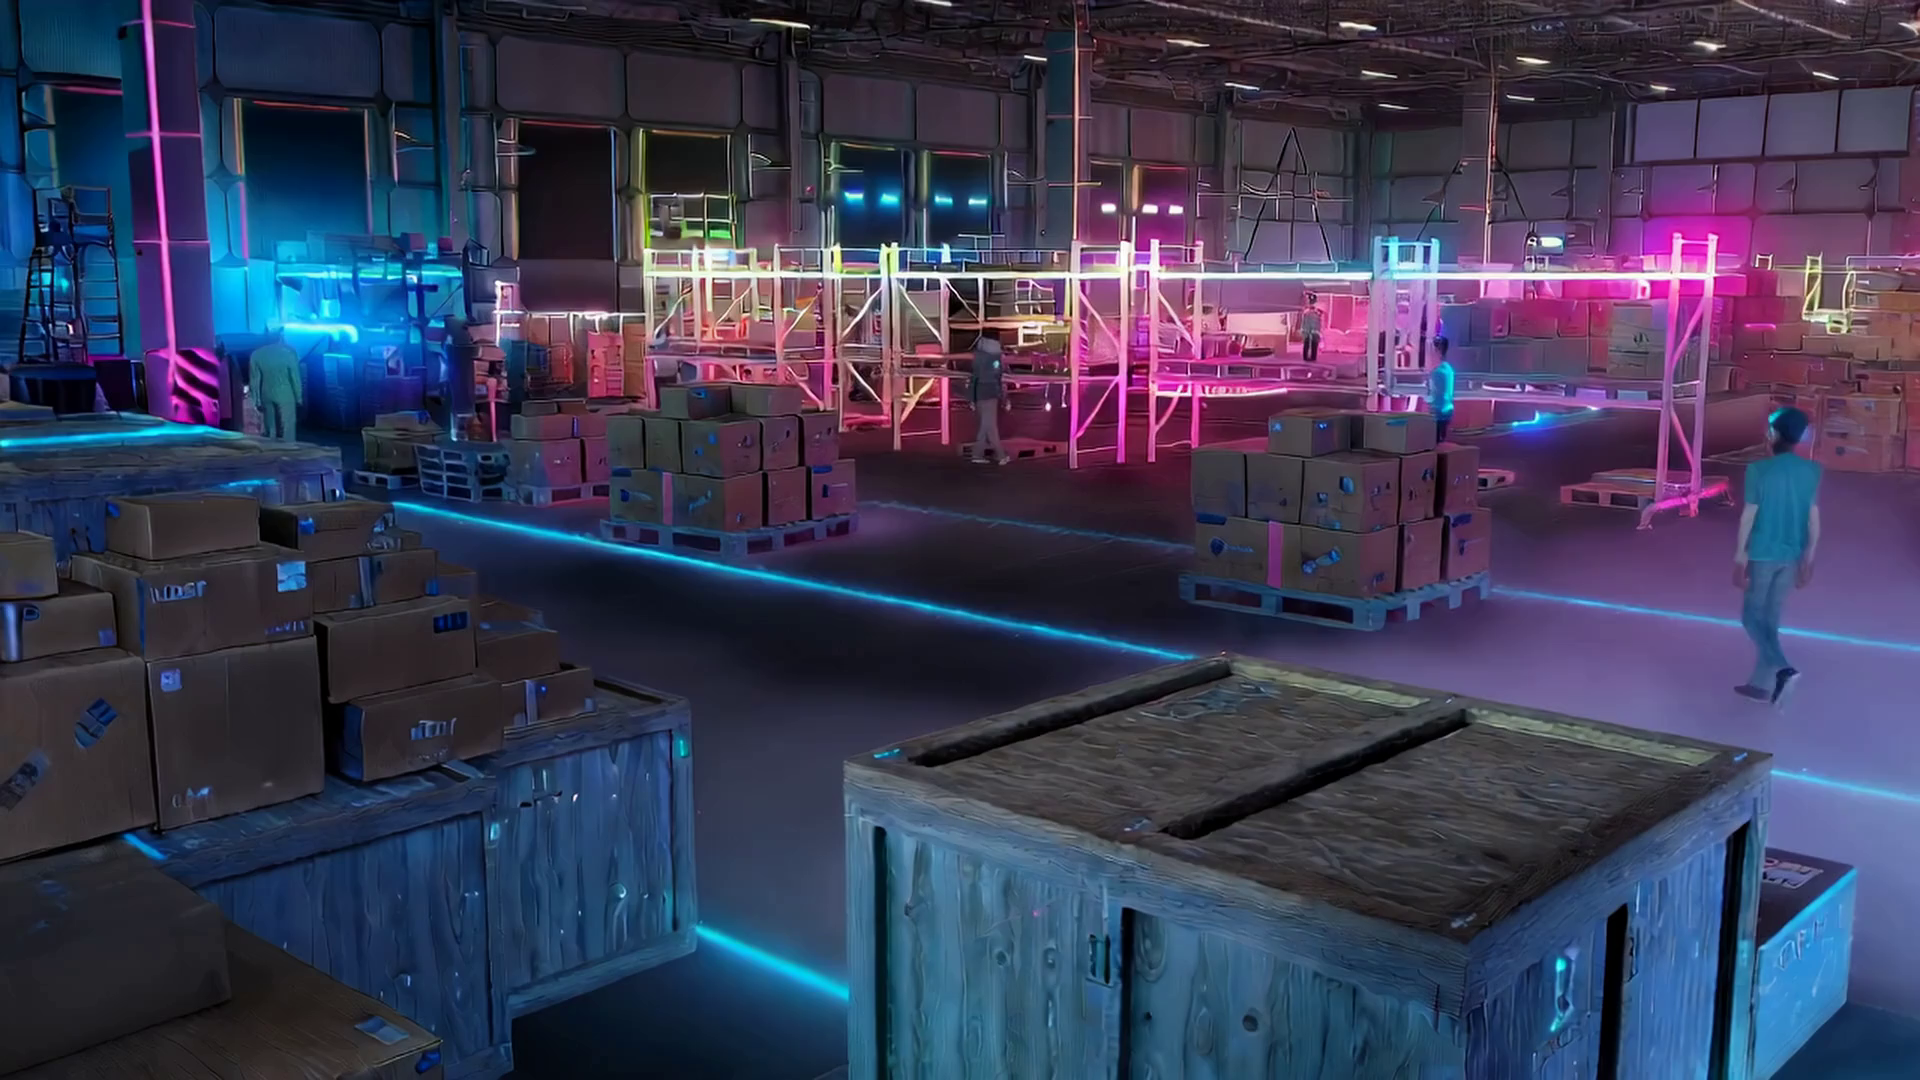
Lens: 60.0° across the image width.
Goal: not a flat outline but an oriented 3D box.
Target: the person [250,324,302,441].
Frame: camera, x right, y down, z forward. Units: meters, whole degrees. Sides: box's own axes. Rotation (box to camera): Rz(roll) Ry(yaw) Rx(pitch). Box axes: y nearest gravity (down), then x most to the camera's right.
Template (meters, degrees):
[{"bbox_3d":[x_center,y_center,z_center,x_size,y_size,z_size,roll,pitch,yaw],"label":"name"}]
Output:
[{"bbox_3d":[-8.879,-1.831,21.651,0.635,1.936,0.355,0,9,0],"label":"person"}]

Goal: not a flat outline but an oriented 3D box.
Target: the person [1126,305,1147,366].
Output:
[{"bbox_3d":[4.890,-5.624,45.786,0.871,1.664,0.532,-7,11,-35],"label":"person"}]

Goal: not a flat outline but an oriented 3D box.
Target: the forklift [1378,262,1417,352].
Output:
[{"bbox_3d":[10.938,-5.515,41.356,1.129,2.768,1.873,2,10,15],"label":"forklift"}]

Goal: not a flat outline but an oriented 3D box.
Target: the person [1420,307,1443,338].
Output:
[{"bbox_3d":[9.525,-3.806,33.921,0.650,1.879,1.034,8,12,40],"label":"person"}]

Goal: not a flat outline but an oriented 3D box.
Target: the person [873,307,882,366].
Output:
[{"bbox_3d":[-2.168,-5.387,44.401,0.312,1.633,0.515,-1,9,-9],"label":"person"}]

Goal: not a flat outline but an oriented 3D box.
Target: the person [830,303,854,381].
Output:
[{"bbox_3d":[-2.695,-4.500,38.092,0.555,1.913,0.647,0,9,3],"label":"person"}]

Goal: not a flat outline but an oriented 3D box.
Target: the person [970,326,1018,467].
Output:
[{"bbox_3d":[0.498,-1.910,22.274,0.925,1.884,0.612,8,12,41],"label":"person"}]

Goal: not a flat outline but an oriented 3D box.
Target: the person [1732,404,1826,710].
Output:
[{"bbox_3d":[4.927,0.117,9.997,0.526,1.846,0.670,-1,9,-6],"label":"person"}]

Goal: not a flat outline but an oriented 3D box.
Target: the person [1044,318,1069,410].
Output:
[{"bbox_3d":[1.821,-3.322,31.415,0.485,1.739,0.320,-2,9,-12],"label":"person"}]

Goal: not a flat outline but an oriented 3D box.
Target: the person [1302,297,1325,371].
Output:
[{"bbox_3d":[9.196,-5.352,43.288,0.627,1.929,0.355,7,11,36],"label":"person"}]

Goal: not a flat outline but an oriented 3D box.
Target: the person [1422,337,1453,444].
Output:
[{"bbox_3d":[5.444,-1.372,19.004,0.355,1.885,0.575,4,10,21],"label":"person"}]

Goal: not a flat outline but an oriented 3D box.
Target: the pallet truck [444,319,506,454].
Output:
[{"bbox_3d":[-6.981,-1.942,22.150,1.885,1.965,0.823,1,9,9],"label":"pallet truck"}]

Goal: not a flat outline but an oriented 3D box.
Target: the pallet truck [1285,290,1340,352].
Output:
[{"bbox_3d":[11.297,-6.951,52.861,1.885,1.965,0.823,-5,11,-29],"label":"pallet truck"}]

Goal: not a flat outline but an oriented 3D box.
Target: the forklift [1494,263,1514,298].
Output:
[{"bbox_3d":[15.057,-6.327,46.336,1.873,2.768,1.129,1,9,9],"label":"forklift"}]
